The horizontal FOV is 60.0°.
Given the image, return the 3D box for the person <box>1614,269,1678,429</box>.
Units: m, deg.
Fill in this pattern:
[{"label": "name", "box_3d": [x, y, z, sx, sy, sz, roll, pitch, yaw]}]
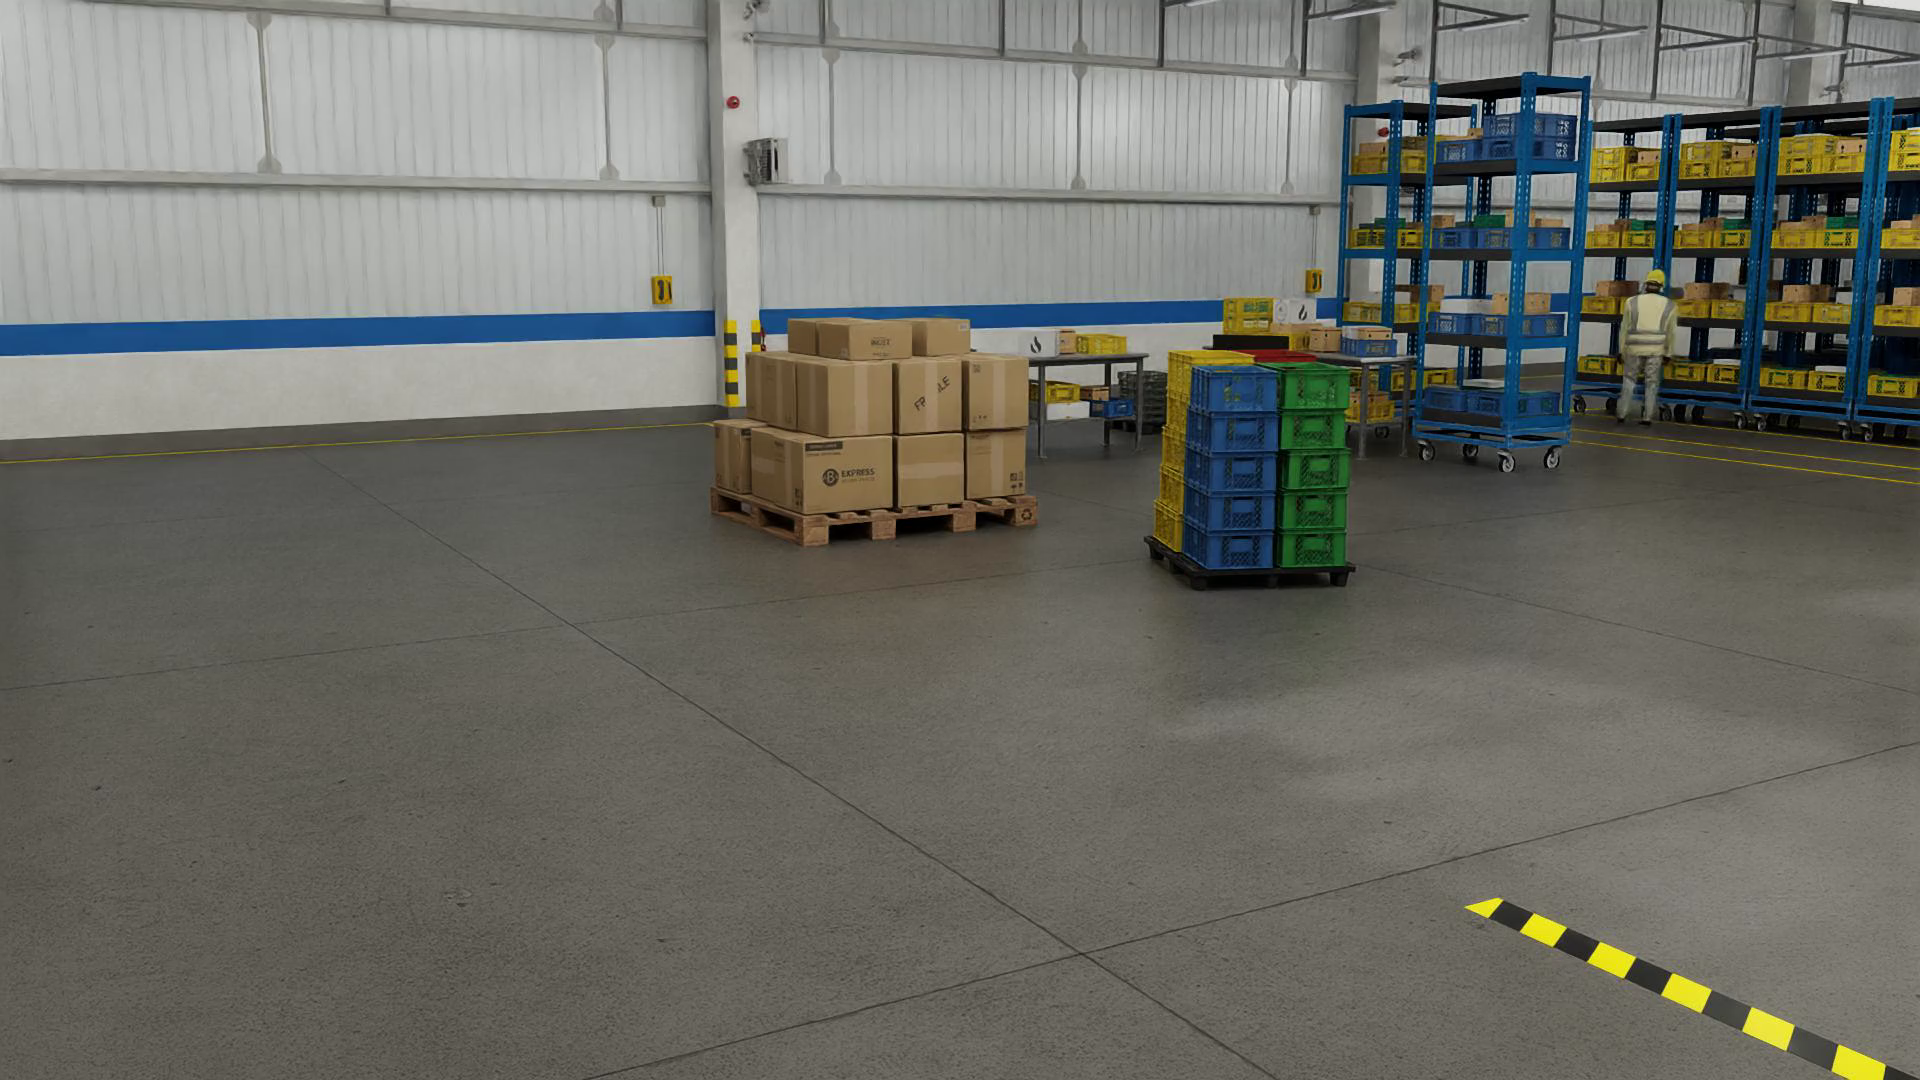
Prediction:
[{"label": "person", "box_3d": [7.806, -2.161, 18.925, 0.602, 1.817, 0.452, 3, 11, 19]}]
